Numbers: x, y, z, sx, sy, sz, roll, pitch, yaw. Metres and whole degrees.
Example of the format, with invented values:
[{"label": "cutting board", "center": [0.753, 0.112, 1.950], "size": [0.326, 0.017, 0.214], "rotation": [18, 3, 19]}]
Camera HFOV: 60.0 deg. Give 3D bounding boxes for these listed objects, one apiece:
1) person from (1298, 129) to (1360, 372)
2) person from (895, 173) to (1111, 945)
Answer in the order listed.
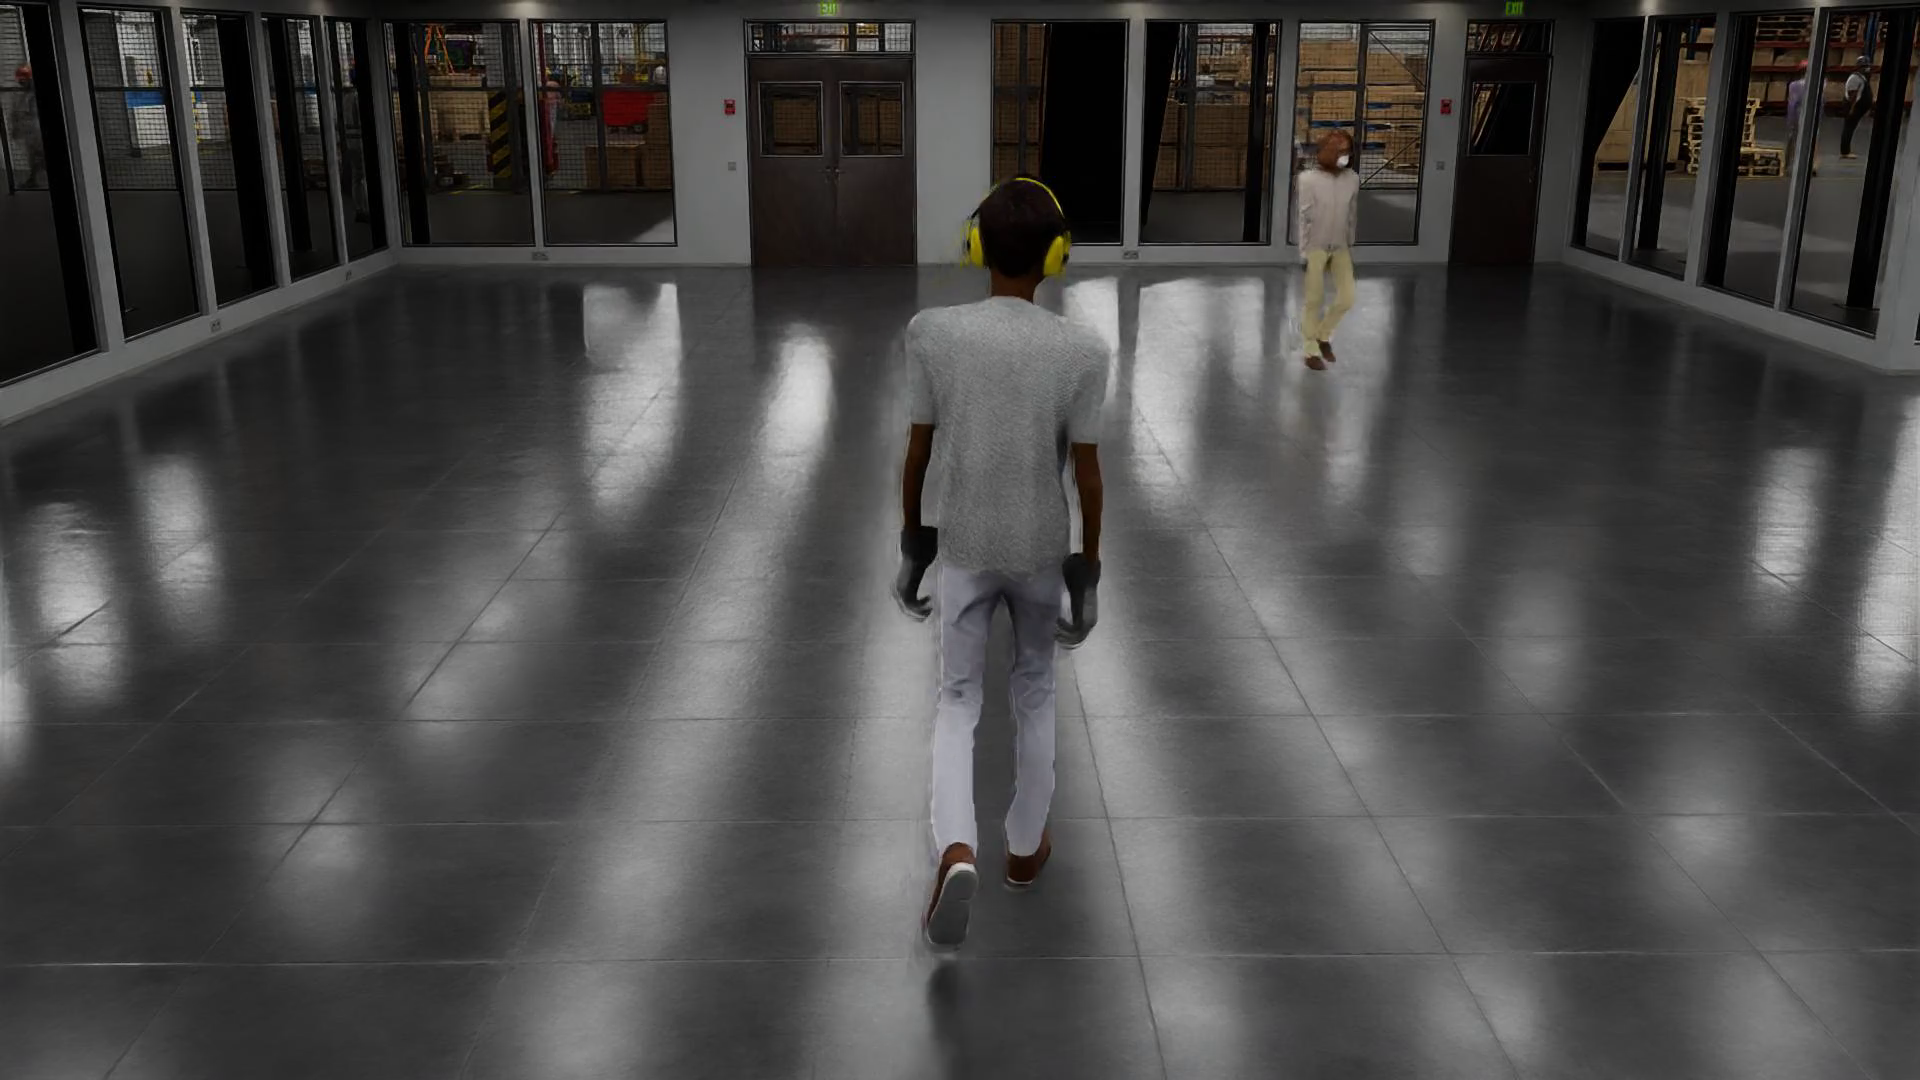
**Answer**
[{"label": "person", "center": [2.473, -1.936, 11.193], "size": [0.497, 1.618, 0.339], "rotation": [-6, 17, -19]}, {"label": "person", "center": [0.086, 0.062, 4.012], "size": [0.527, 1.848, 0.720], "rotation": [2, 16, 6]}]
